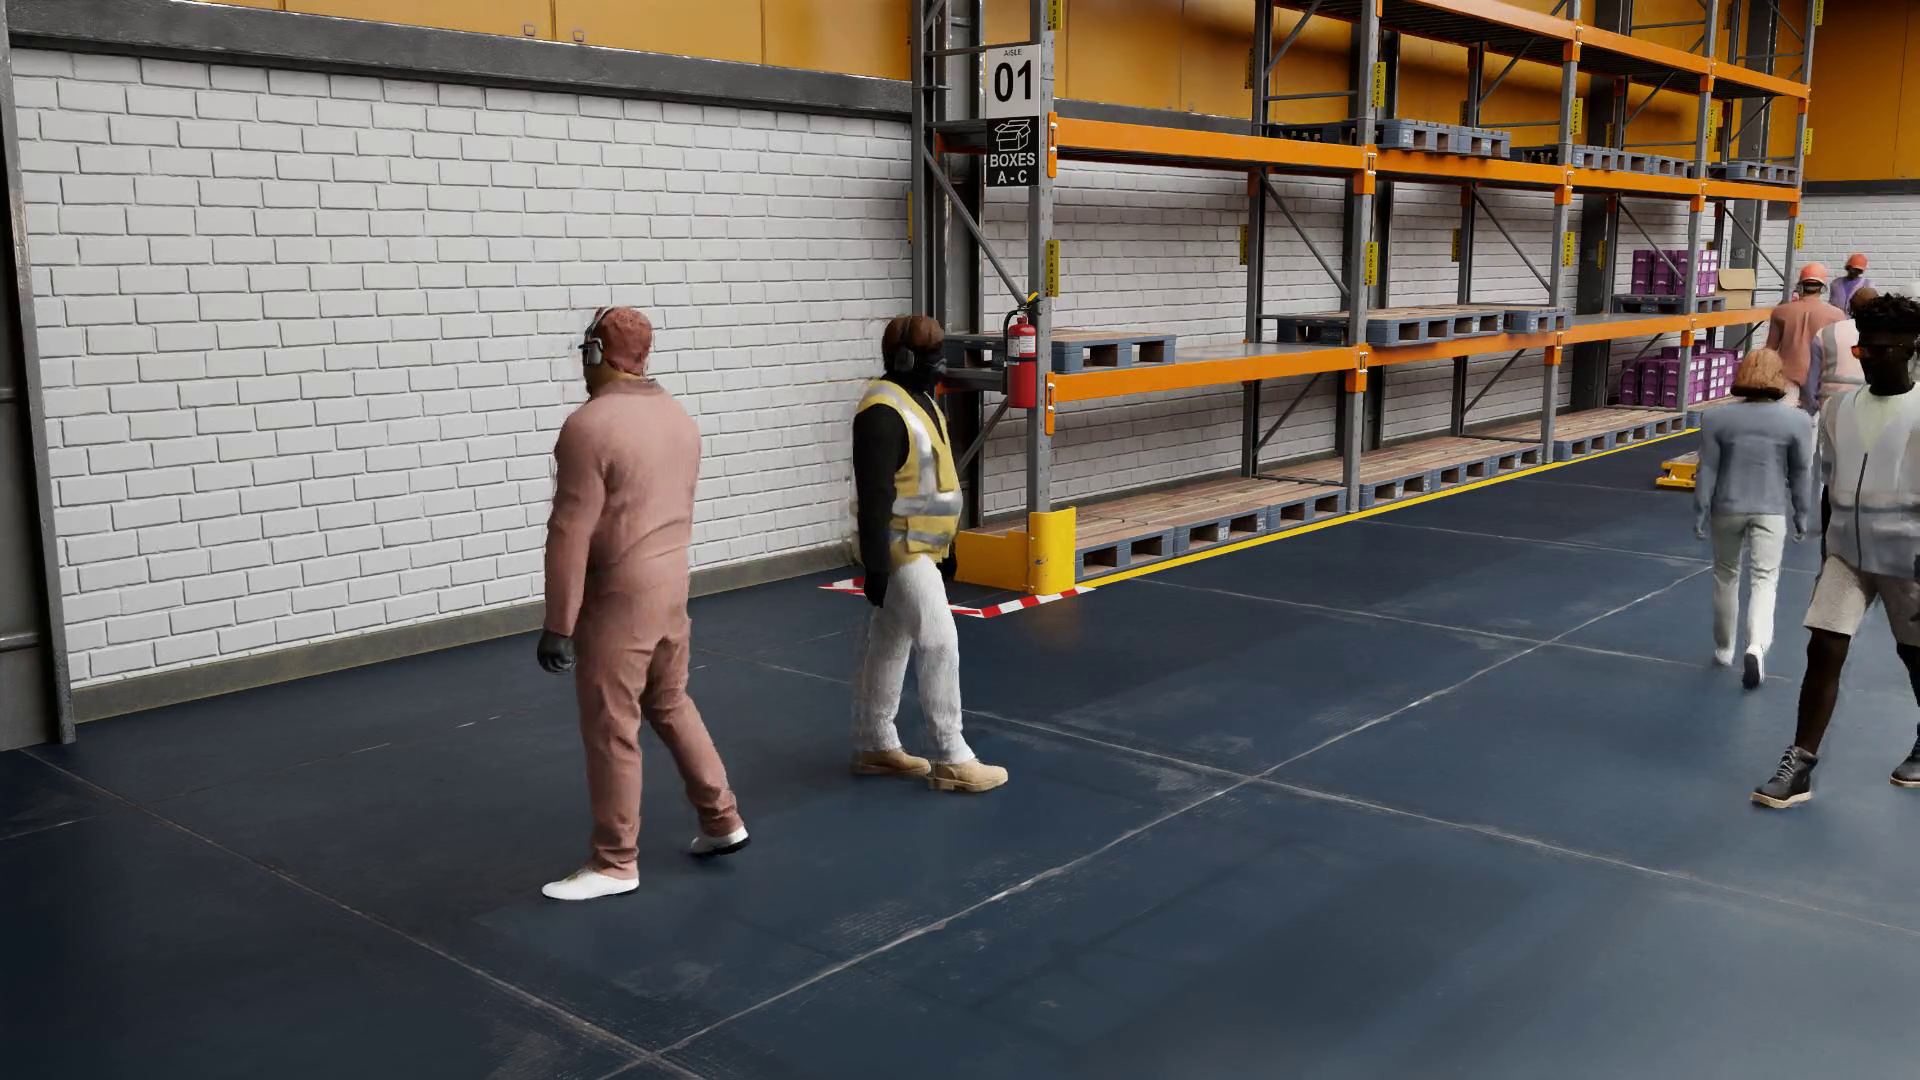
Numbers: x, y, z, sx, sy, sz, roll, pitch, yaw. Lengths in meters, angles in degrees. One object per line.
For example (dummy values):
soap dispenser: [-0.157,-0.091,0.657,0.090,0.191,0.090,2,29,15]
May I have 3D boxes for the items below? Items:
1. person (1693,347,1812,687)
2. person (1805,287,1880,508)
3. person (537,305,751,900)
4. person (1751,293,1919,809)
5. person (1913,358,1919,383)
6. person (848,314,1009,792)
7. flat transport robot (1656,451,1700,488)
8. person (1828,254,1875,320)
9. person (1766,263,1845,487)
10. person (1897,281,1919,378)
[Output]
person: [3.807,-0.121,8.014,0.510,1.607,0.765,5,11,25]
person: [6.557,-0.958,12.250,0.634,1.805,0.939,6,12,31]
person: [-1.027,0.215,5.306,0.504,1.889,0.735,4,11,21]
person: [3.470,0.041,6.219,0.999,1.917,0.627,-6,12,-30]
person: [12.372,-2.554,21.180,0.532,1.853,0.591,0,10,-1]
person: [-0.075,0.055,6.385,0.756,1.819,0.654,2,10,11]
flat transport robot: [6.677,-0.621,14.650,0.652,0.197,1.431,8,13,37]
person: [12.536,-3.031,23.458,0.623,1.995,0.608,9,14,43]
person: [7.338,-1.437,14.532,0.621,1.960,0.970,6,12,30]
person: [11.800,-2.464,20.405,0.351,1.936,0.635,-8,13,-38]
